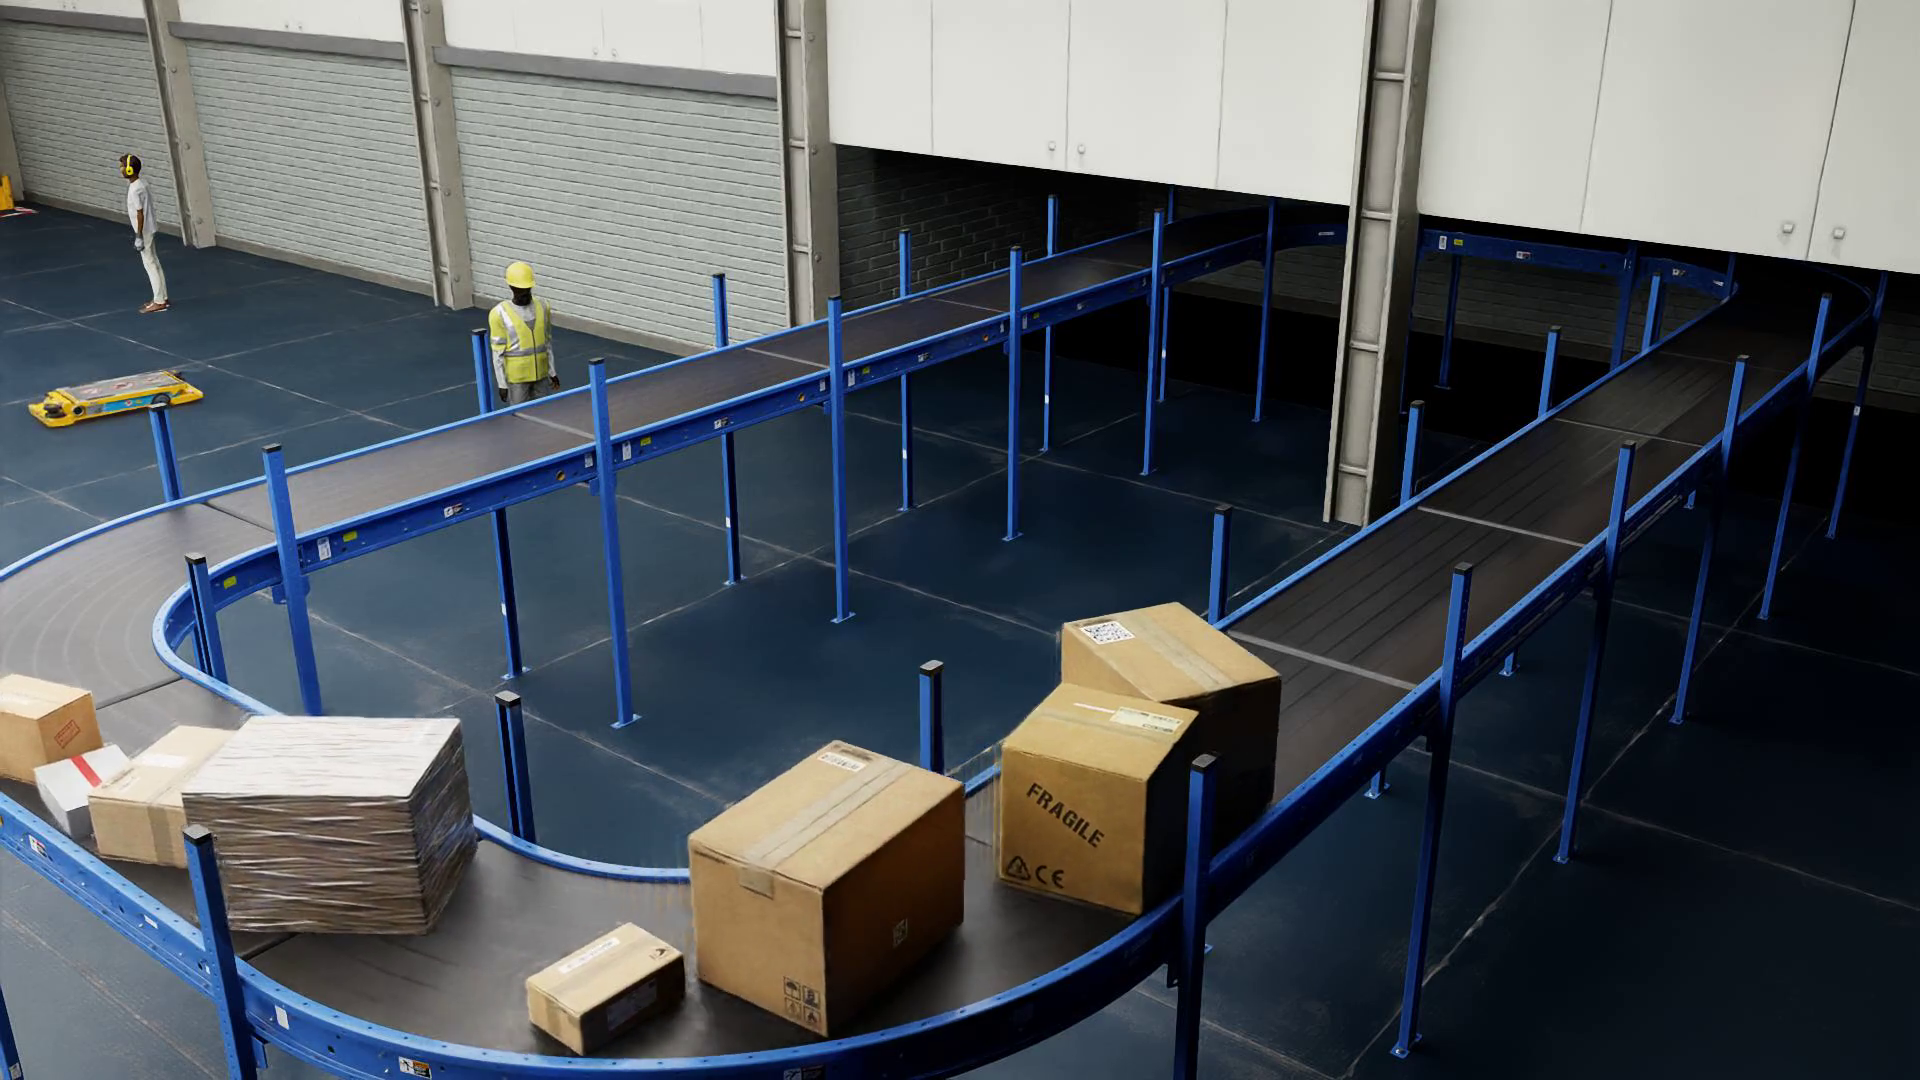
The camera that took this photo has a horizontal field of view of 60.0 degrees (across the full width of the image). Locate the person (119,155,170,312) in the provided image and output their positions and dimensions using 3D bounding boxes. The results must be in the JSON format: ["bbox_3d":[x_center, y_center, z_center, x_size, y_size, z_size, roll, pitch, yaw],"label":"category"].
[{"bbox_3d":[-9.824,-3.682,19.992,0.328,1.872,0.514,-5,22,-12],"label":"person"}]

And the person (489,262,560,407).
[{"bbox_3d":[-3.671,-1.414,14.153,0.379,1.924,0.594,18,28,38],"label":"person"}]

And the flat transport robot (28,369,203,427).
[{"bbox_3d":[-8.312,-1.413,16.377,1.431,0.197,0.652,-19,28,-40],"label":"flat transport robot"}]
